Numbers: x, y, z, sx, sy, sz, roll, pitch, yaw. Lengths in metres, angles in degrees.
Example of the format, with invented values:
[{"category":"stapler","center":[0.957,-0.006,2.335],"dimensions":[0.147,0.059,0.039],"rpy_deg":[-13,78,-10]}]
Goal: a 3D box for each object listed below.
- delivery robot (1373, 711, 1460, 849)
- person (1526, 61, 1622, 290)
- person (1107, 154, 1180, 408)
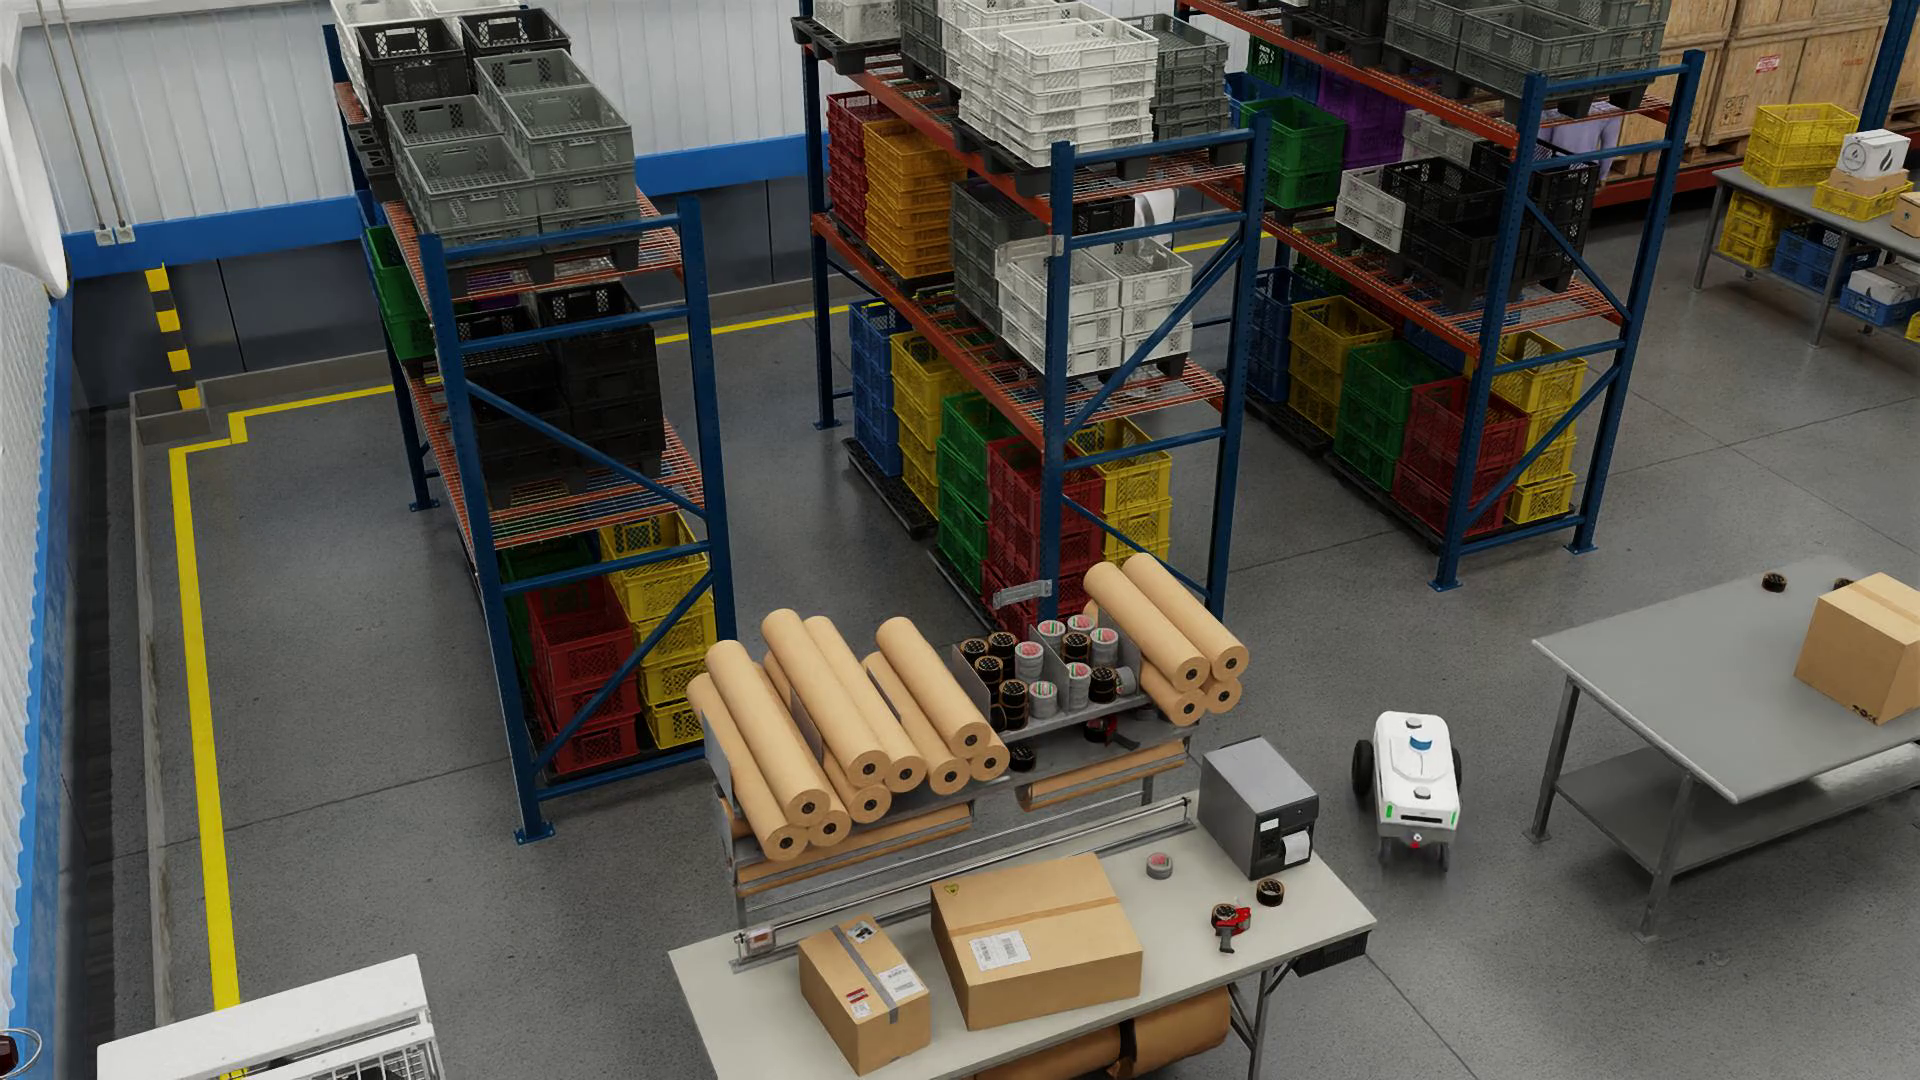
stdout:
[{"category":"delivery robot","center":[2.133,1.103,7.798],"dimensions":[0.477,0.478,0.707],"rpy_deg":[5,32,8]},{"category":"person","center":[4.783,-2.896,13.069],"dimensions":[0.631,1.939,0.369],"rpy_deg":[10,33,15]},{"category":"person","center":[1.246,-1.790,11.325],"dimensions":[0.362,1.883,0.575],"rpy_deg":[22,38,31]}]
